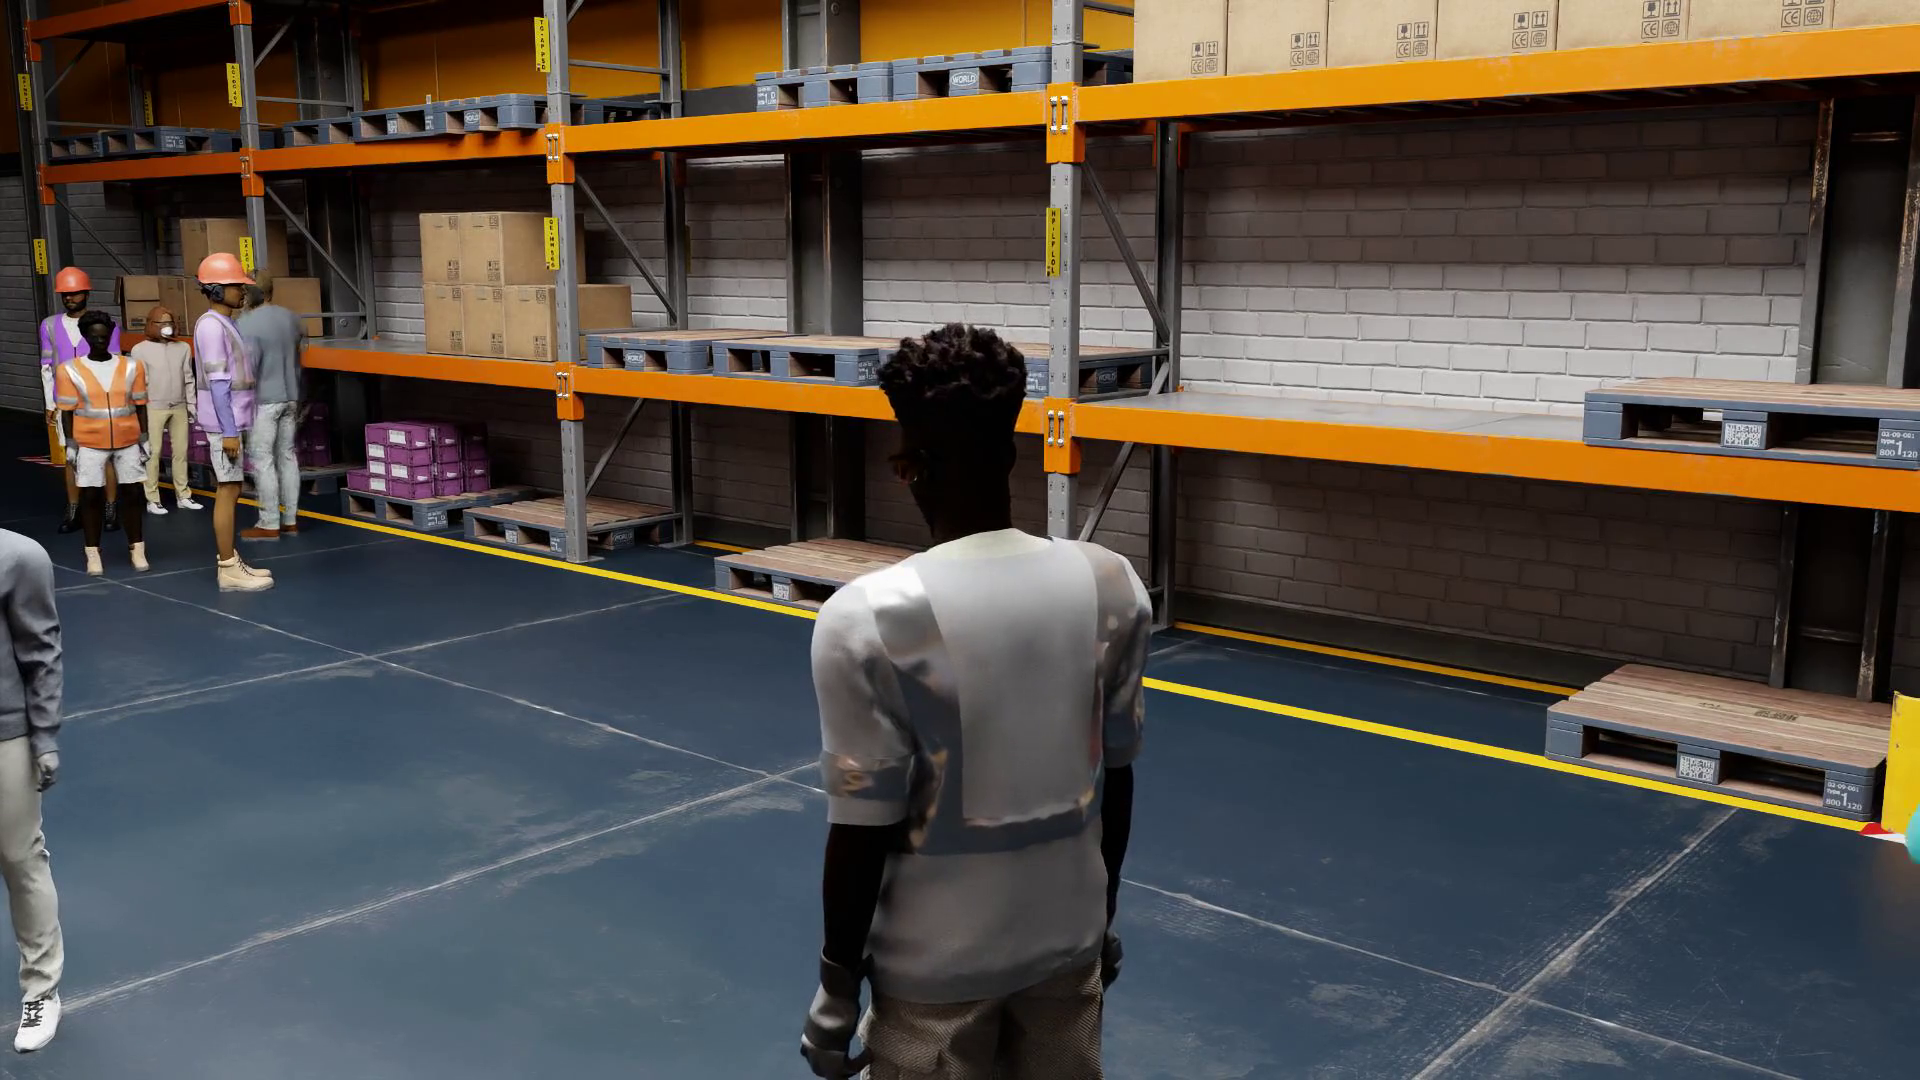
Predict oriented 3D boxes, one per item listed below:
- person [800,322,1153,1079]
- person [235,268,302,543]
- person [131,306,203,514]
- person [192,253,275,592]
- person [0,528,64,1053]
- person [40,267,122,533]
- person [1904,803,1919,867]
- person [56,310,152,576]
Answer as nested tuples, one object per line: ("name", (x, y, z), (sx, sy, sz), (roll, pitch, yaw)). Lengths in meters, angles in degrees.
("person", (0.023, 0.636, 2.688), (0.604, 1.960, 0.372), (-7, 12, -33))
("person", (-4.905, -0.950, 11.829), (0.385, 1.925, 0.676), (3, 10, 14))
("person", (-6.229, -1.016, 13.059), (0.285, 1.626, 0.495), (6, 12, 32))
("person", (-4.430, -0.711, 10.118), (0.376, 2.045, 0.605), (-4, 11, -22))
("person", (-2.562, 0.520, 4.279), (0.497, 1.633, 0.286), (-1, 10, -4))
("person", (-6.405, -1.016, 12.155), (0.542, 1.939, 0.362), (-3, 10, -14))
("person", (2.611, 0.486, 4.107), (0.365, 1.750, 0.539), (1, 10, 4))
("person", (-5.426, -0.615, 10.585), (0.535, 1.690, 0.321), (-8, 12, -37))
